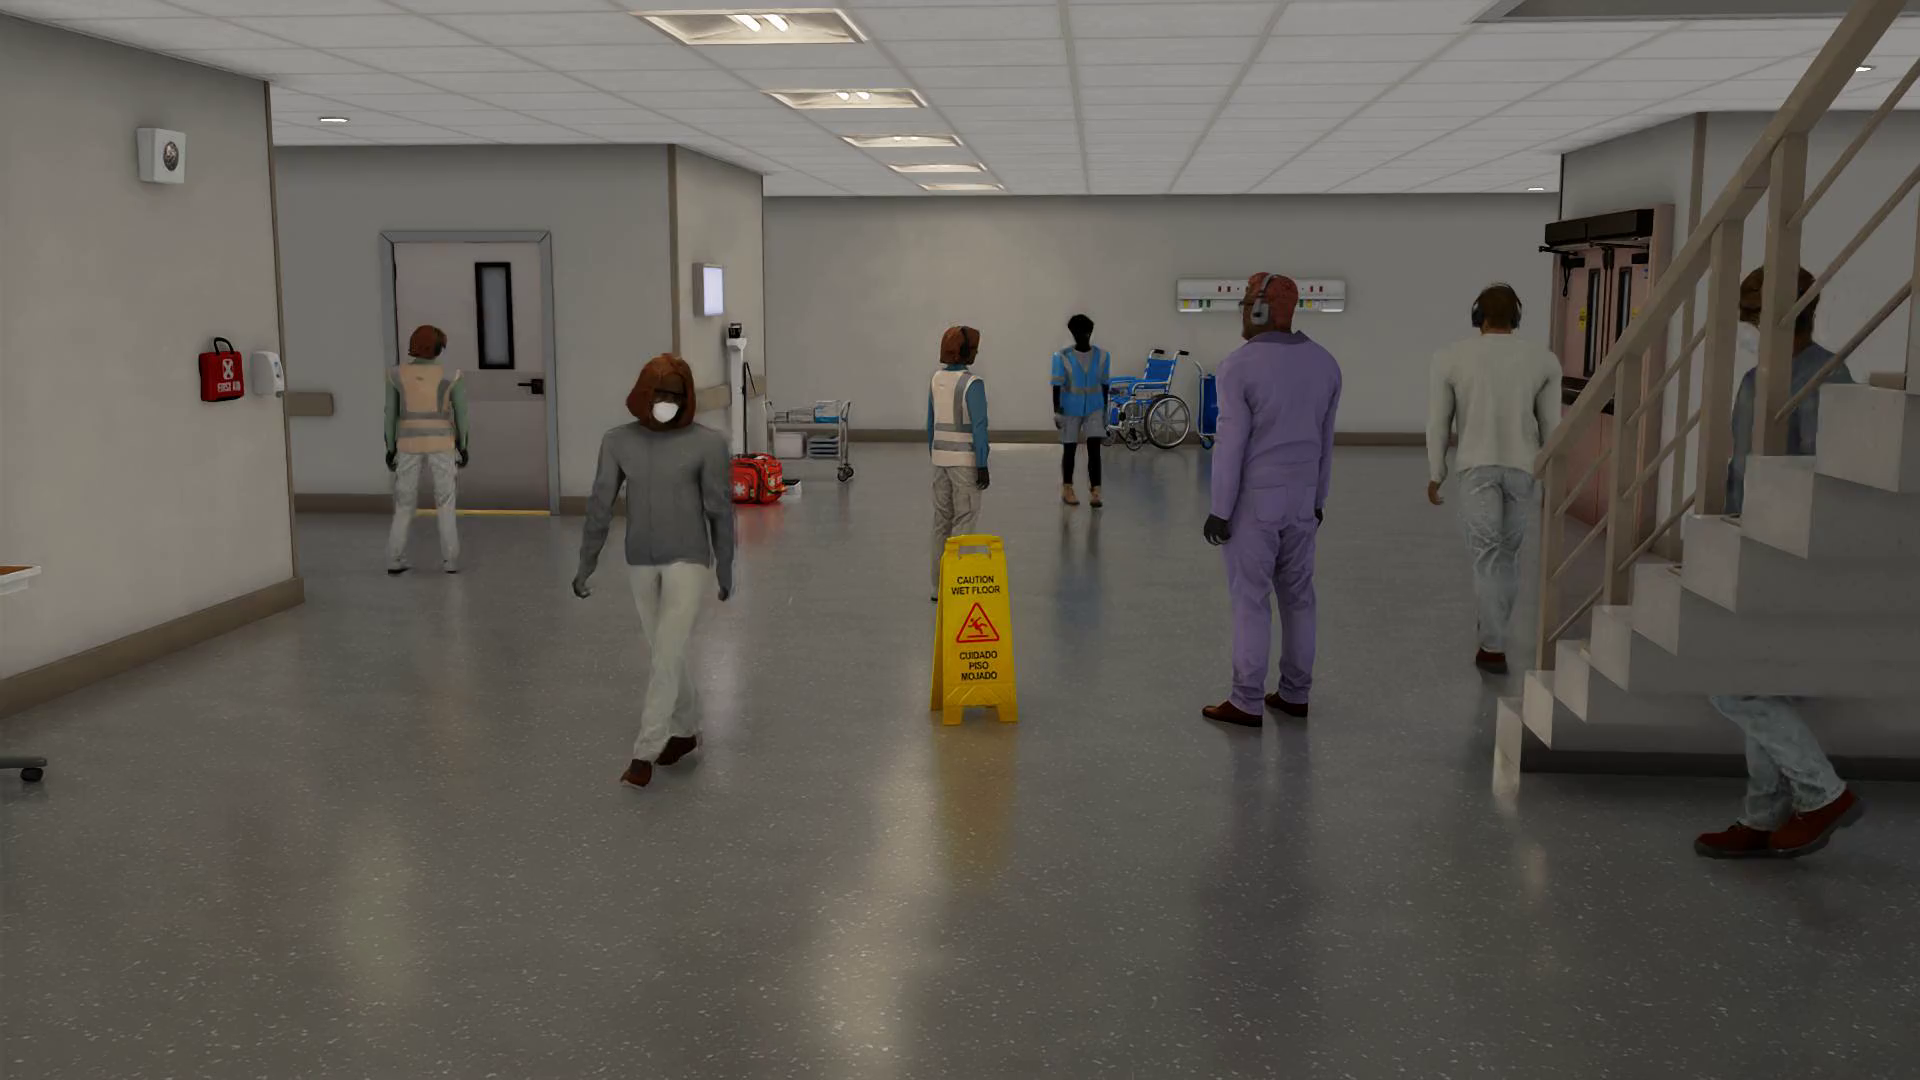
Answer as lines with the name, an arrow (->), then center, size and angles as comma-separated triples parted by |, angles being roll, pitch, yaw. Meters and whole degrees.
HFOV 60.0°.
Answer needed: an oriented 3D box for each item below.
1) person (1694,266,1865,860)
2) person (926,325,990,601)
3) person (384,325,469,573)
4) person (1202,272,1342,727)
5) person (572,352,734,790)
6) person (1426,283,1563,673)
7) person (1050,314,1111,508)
person -> 2.539, 0.091, 5.220 | 0.442, 1.922, 0.645 | 1, 8, 9
person -> -0.007, -0.431, 9.748 | 0.306, 1.639, 0.523 | -6, 10, -36
person -> -3.495, -0.576, 10.821 | 0.590, 1.620, 0.354 | -1, 8, -4
person -> 1.294, -0.168, 7.054 | 0.641, 1.909, 0.407 | -5, 10, -33
person -> -1.141, 0.118, 6.135 | 0.535, 1.592, 0.832 | 2, 9, 16
person -> 2.653, -0.328, 8.292 | 0.634, 1.879, 0.997 | 0, 8, 3
person -> 1.033, -1.090, 14.141 | 0.554, 1.643, 0.853 | -1, 8, -8
